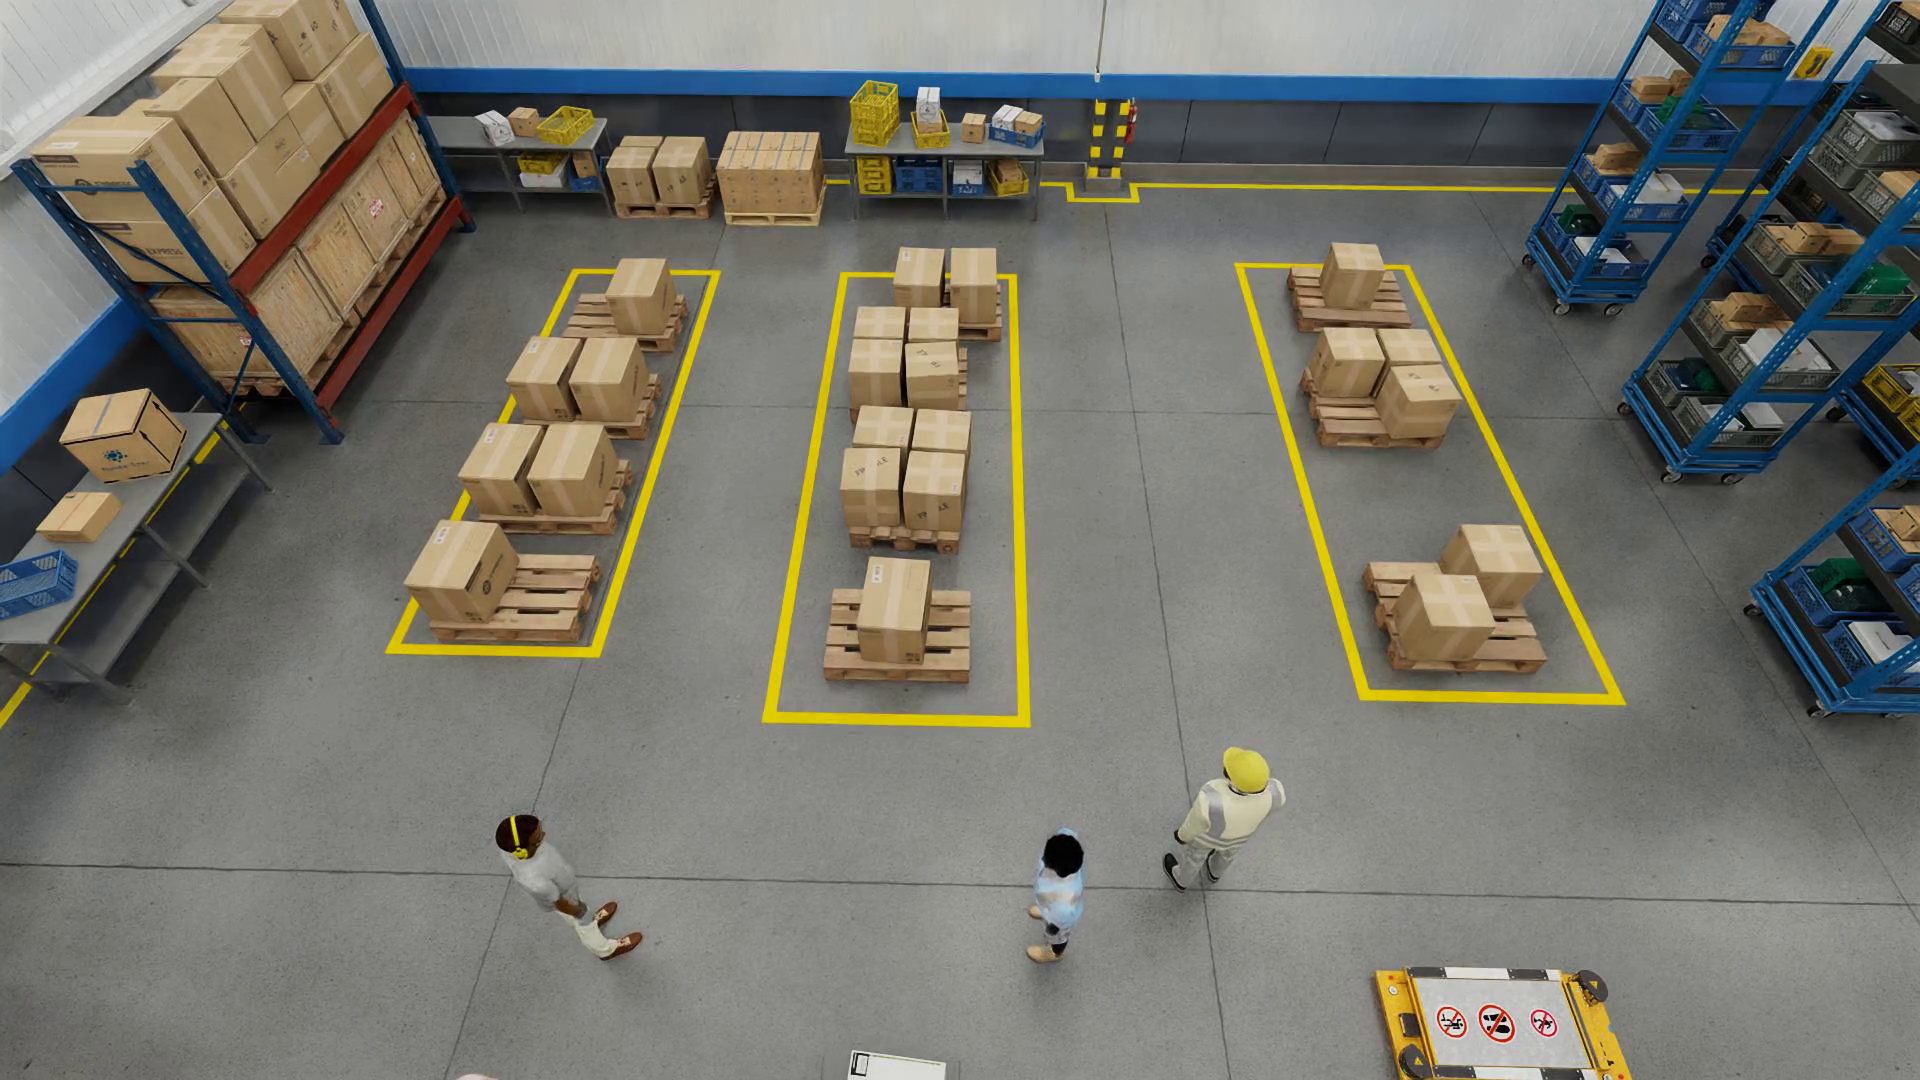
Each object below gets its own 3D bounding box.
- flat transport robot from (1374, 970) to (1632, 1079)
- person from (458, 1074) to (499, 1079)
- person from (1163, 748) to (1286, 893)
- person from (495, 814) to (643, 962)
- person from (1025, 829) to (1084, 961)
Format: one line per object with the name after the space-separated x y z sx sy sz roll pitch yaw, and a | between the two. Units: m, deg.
3.501 3.133 5.914 1.431 0.197 0.652 1 51 1 | flat transport robot
-2.549 3.213 4.809 0.402 1.900 0.644 16 53 12 | person
1.691 1.834 5.969 0.600 1.836 0.404 -10 52 -8 | person
-2.457 2.160 5.688 0.327 1.865 0.518 -37 60 -26 | person
0.608 2.234 5.737 0.319 1.694 0.535 5 51 4 | person
